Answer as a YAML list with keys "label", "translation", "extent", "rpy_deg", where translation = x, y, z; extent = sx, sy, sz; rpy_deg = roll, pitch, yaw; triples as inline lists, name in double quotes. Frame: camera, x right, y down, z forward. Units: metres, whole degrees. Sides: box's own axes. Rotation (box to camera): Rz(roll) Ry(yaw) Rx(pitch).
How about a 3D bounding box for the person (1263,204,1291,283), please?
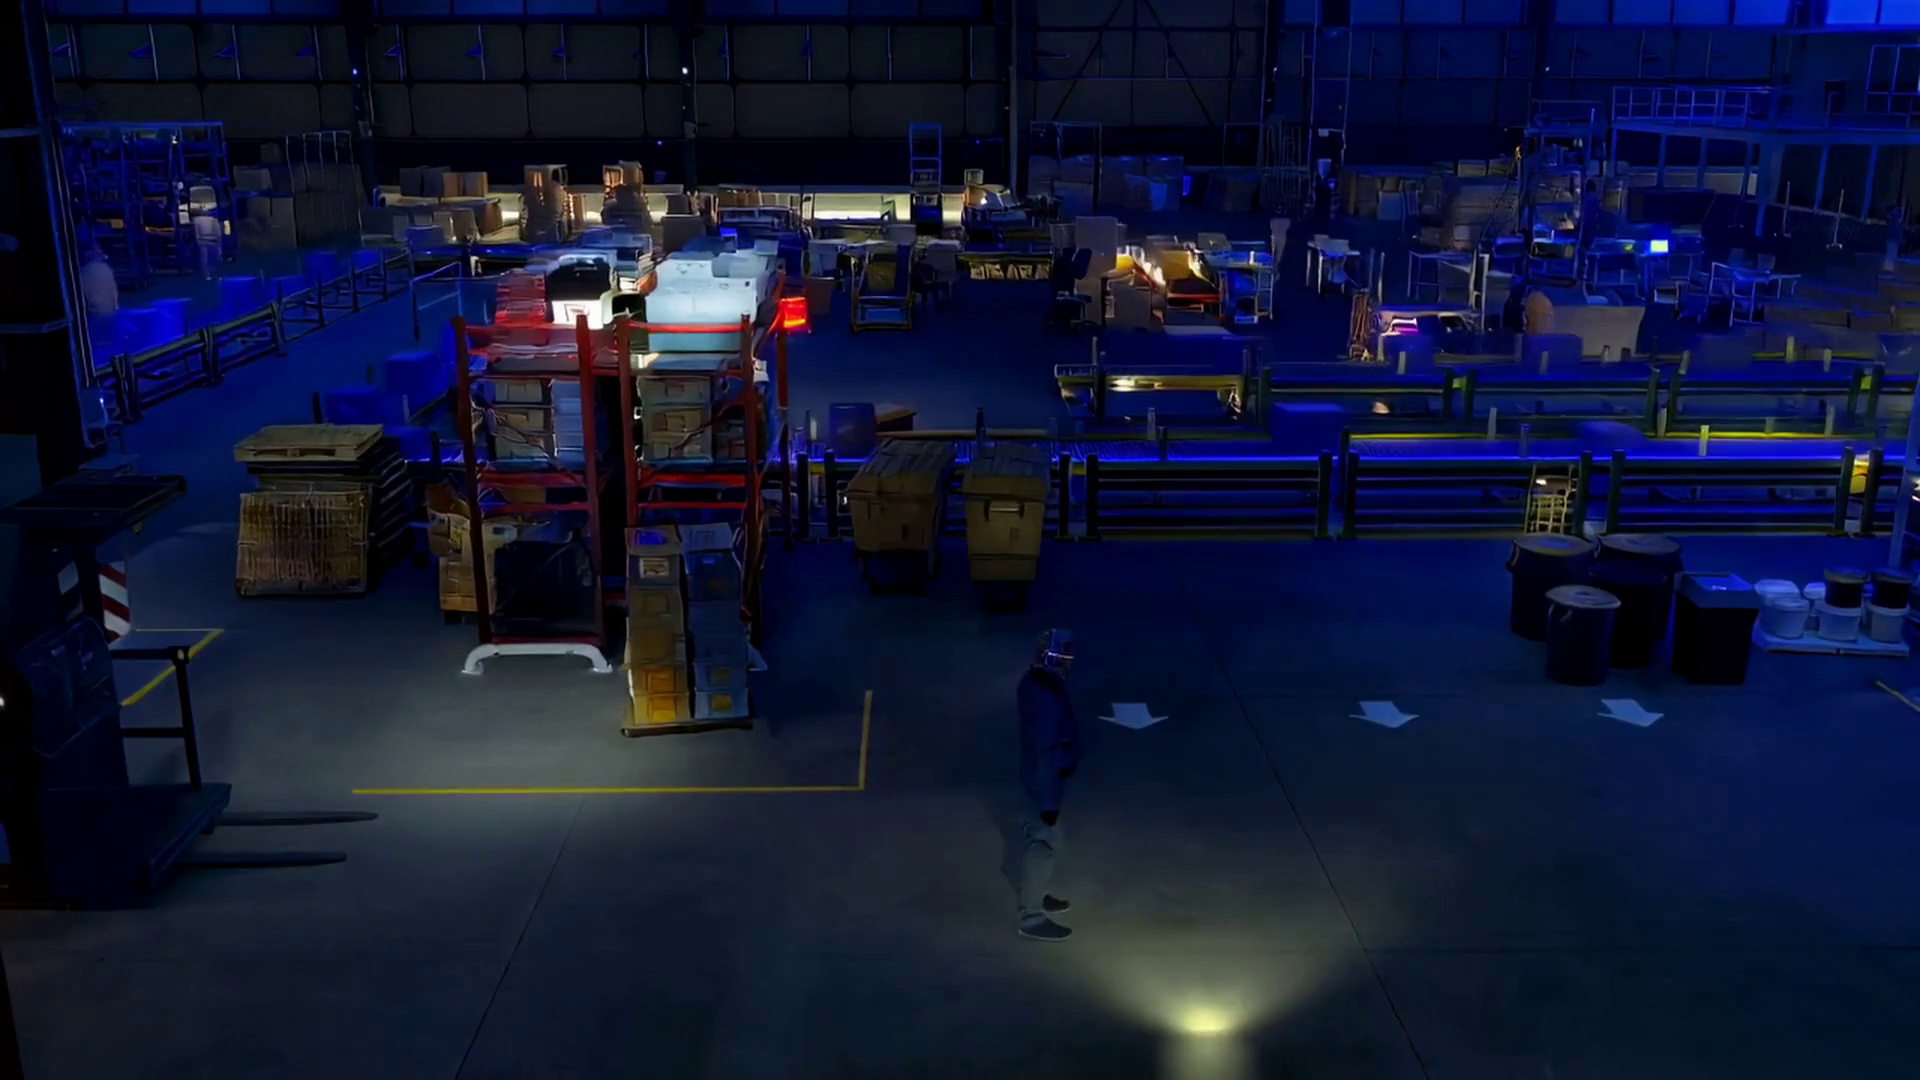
- label: "person"
  translation: [7.463, -6.982, 39.186]
  extent: [0.678, 1.841, 0.519]
  rpy_deg: [10, 19, 32]

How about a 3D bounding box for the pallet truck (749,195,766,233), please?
- label: "pallet truck"
  translation: [-6.051, -9.967, 50.660]
  extent: [0.680, 1.201, 1.601]
  rpy_deg: [0, 16, -1]

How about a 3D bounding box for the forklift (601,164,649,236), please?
- label: "forklift"
  translation: [-9.948, -10.127, 49.296]
  extent: [1.157, 1.987, 2.680]
  rpy_deg: [-1, 16, -3]

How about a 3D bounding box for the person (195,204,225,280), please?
- label: "person"
  translation: [-17.968, -7.127, 39.784]
  extent: [0.602, 1.799, 0.902]
  rpy_deg: [-1, 16, -4]

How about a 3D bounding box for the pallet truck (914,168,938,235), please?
- label: "pallet truck"
  translation: [-0.989, -10.316, 50.507]
  extent: [0.823, 1.965, 1.885]
  rpy_deg: [1, 16, 3]

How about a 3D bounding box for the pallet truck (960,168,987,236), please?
- label: "pallet truck"
  translation: [0.383, -10.230, 50.206]
  extent: [0.823, 1.965, 1.885]
  rpy_deg: [-1, 16, -3]

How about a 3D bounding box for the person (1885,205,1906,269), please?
- label: "person"
  translation: [22.477, -7.180, 40.032]
  extent: [0.327, 1.761, 0.522]
  rpy_deg: [2, 16, 7]

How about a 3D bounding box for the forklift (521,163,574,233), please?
- label: "forklift"
  translation: [-12.233, -10.122, 49.298]
  extent: [1.157, 1.987, 2.680]
  rpy_deg: [0, 16, -1]

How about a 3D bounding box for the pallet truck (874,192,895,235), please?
- label: "pallet truck"
  translation: [-2.277, -9.986, 50.594]
  extent: [0.653, 1.274, 1.630]
  rpy_deg: [0, 16, -1]

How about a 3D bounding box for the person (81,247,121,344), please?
- label: "person"
  translation: [-15.265, -4.259, 29.639]
  extent: [0.651, 1.897, 0.512]
  rpy_deg: [4, 17, 14]

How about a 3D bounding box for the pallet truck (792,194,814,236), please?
- label: "pallet truck"
  translation: [-4.814, -9.883, 50.259]
  extent: [0.704, 1.261, 1.522]
  rpy_deg: [-1, 16, -3]

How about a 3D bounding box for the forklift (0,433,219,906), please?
- label: "forklift"
  translation: [-5.952, 0.780, 10.366]
  extent: [1.873, 2.768, 1.129]
  rpy_deg: [0, 16, -1]

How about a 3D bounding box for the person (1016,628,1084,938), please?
- label: "person"
  translation: [0.531, 1.426, 9.879]
  extent: [0.399, 1.900, 0.636]
  rpy_deg: [-1, 16, -2]
